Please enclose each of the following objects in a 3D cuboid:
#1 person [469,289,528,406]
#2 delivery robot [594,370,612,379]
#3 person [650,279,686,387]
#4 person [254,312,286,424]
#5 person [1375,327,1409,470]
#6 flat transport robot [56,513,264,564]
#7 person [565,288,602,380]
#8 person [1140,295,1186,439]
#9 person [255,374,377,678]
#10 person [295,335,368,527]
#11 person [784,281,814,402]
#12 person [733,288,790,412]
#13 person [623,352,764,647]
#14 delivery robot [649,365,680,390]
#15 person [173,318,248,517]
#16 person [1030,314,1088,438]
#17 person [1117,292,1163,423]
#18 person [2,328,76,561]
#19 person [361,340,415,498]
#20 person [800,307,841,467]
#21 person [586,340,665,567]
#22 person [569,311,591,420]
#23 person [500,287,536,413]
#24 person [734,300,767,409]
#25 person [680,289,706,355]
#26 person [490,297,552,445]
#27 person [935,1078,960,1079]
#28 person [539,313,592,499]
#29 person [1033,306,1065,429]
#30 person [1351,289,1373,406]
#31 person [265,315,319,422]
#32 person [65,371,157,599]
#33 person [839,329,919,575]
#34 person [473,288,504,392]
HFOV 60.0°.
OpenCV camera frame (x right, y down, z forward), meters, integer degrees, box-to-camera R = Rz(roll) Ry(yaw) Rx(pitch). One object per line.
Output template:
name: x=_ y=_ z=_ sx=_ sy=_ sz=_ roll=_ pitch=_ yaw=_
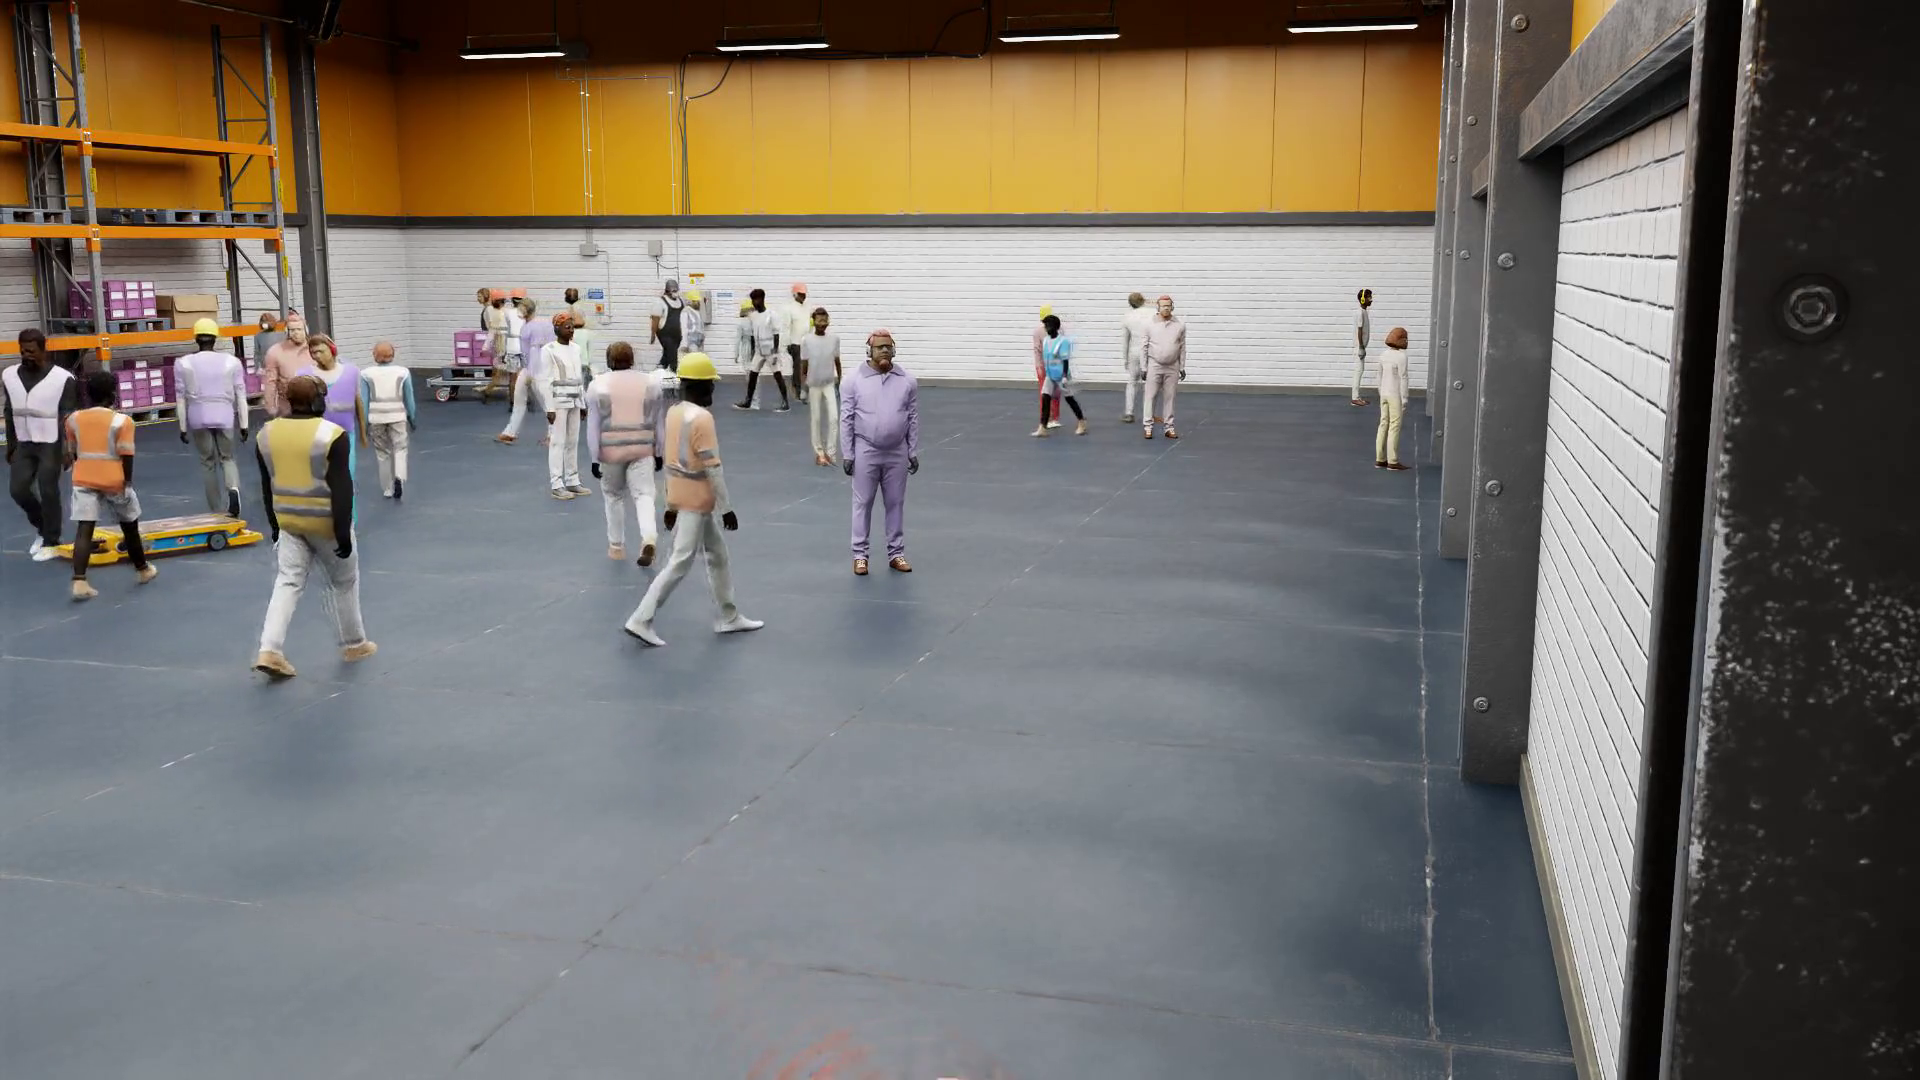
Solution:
person: x=-7.385 y=-3.058 z=26.548 sx=1.034 sy=1.867 sz=0.546 roll=0 pitch=10 yaw=1
delivery robot: x=-5.754 y=-2.666 z=27.789 sx=0.707 sy=0.478 sz=0.477 roll=-2 pitch=10 yaw=-13
person: x=-5.322 y=-3.839 z=30.490 sx=1.061 sy=2.000 sz=0.728 roll=7 pitch=12 yaw=36
person: x=-10.021 y=-2.524 z=24.275 sx=0.506 sy=1.607 sz=0.765 roll=2 pitch=10 yaw=11
person: x=4.977 y=-1.620 z=19.080 sx=0.271 sy=1.631 sz=0.507 roll=-3 pitch=11 yaw=-19
flat transport robot: x=-6.679 y=-0.028 z=13.917 sx=0.652 sy=0.197 sz=1.431 roll=9 pitch=13 yaw=40
person: x=-6.807 y=-3.590 z=29.699 sx=0.650 sy=1.829 sz=0.632 roll=-4 pitch=11 yaw=-21
person: x=2.708 y=-2.293 z=22.116 sx=0.642 sy=1.909 sz=0.399 roll=-2 pitch=10 yaw=-9
person: x=-3.911 y=-0.091 z=9.945 sx=0.634 sy=1.808 sz=0.930 roll=3 pitch=10 yaw=14
person: x=-5.529 y=-0.910 z=14.640 sx=0.585 sy=1.784 sz=1.007 roll=-3 pitch=11 yaw=-19
person: x=-2.640 y=-3.257 z=27.355 sx=0.469 sy=1.981 sz=0.646 roll=9 pitch=13 yaw=42
person: x=-3.086 y=-2.936 z=25.748 sx=0.779 sy=1.925 sz=0.538 roll=7 pitch=12 yaw=36
person: x=-1.751 y=-0.266 z=10.713 sx=0.970 sy=1.886 sz=0.588 roll=-5 pitch=11 yaw=-25
delivery robot: x=-5.029 y=-2.692 z=27.933 sx=0.707 sy=0.478 sz=0.477 roll=-2 pitch=10 yaw=-13
person: x=-6.882 y=-1.089 z=15.328 sx=0.588 sy=1.902 sz=0.606 roll=-6 pitch=12 yaw=-29
person: x=1.357 y=-2.209 z=22.343 sx=0.870 sy=1.656 sz=0.548 roll=-8 pitch=13 yaw=-37
person: x=2.641 y=-2.626 z=24.075 sx=0.705 sy=1.894 sz=0.367 roll=4 pitch=11 yaw=22
person: x=-7.465 y=-0.769 z=13.508 sx=0.628 sy=1.894 sz=0.446 roll=1 pitch=10 yaw=3
person: x=-5.746 y=-1.196 z=16.719 sx=0.523 sy=1.618 sz=0.634 roll=-3 pitch=10 yaw=-17
person: x=-1.577 y=-1.756 z=19.234 sx=0.565 sy=1.843 sz=0.673 roll=-3 pitch=11 yaw=-18
person: x=-2.664 y=-0.695 z=13.320 sx=0.628 sy=1.815 sz=0.863 roll=-4 pitch=11 yaw=-21
person: x=-5.556 y=-2.548 z=24.389 sx=0.589 sy=1.620 sz=0.505 roll=6 pitch=12 yaw=30
person: x=-6.766 y=-2.914 z=25.545 sx=0.544 sy=1.939 sz=0.365 roll=-2 pitch=10 yaw=-13
person: x=-3.357 y=-2.937 z=26.303 sx=0.504 sy=1.703 sz=0.787 roll=-7 pitch=12 yaw=-34
person: x=-4.676 y=-3.466 z=29.015 sx=0.478 sy=1.811 sz=0.613 roll=4 pitch=11 yaw=21
person: x=-5.562 y=-2.127 z=21.210 sx=0.950 sy=1.901 sz=0.635 roll=-7 pitch=12 yaw=-35
person: x=-0.029 y=1.324 z=1.307 sx=0.610 sy=2.023 sz=0.698 roll=-5 pitch=11 yaw=-24
person: x=-4.007 y=-1.363 z=16.915 sx=0.354 sy=1.883 sz=0.576 roll=5 pitch=11 yaw=25
person: x=1.300 y=-2.436 z=23.461 sx=0.531 sy=1.726 sz=0.521 roll=-6 pitch=11 yaw=-29
person: x=6.487 y=-3.101 z=26.792 sx=0.317 sy=1.870 sz=0.531 roll=3 pitch=10 yaw=14
person: x=-6.827 y=-1.400 z=17.198 sx=0.656 sy=1.866 sz=0.957 roll=-4 pitch=11 yaw=-24
person: x=-6.285 y=-0.414 z=12.217 sx=0.533 sy=1.644 sz=0.909 roll=0 pitch=10 yaw=-1
person: x=-0.617 y=-0.685 z=12.996 sx=0.641 sy=1.913 sz=0.407 roll=-4 pitch=11 yaw=-20
person: x=-8.344 y=-3.495 z=29.153 sx=0.691 sy=1.816 sz=0.536 roll=-3 pitch=11 yaw=-18
